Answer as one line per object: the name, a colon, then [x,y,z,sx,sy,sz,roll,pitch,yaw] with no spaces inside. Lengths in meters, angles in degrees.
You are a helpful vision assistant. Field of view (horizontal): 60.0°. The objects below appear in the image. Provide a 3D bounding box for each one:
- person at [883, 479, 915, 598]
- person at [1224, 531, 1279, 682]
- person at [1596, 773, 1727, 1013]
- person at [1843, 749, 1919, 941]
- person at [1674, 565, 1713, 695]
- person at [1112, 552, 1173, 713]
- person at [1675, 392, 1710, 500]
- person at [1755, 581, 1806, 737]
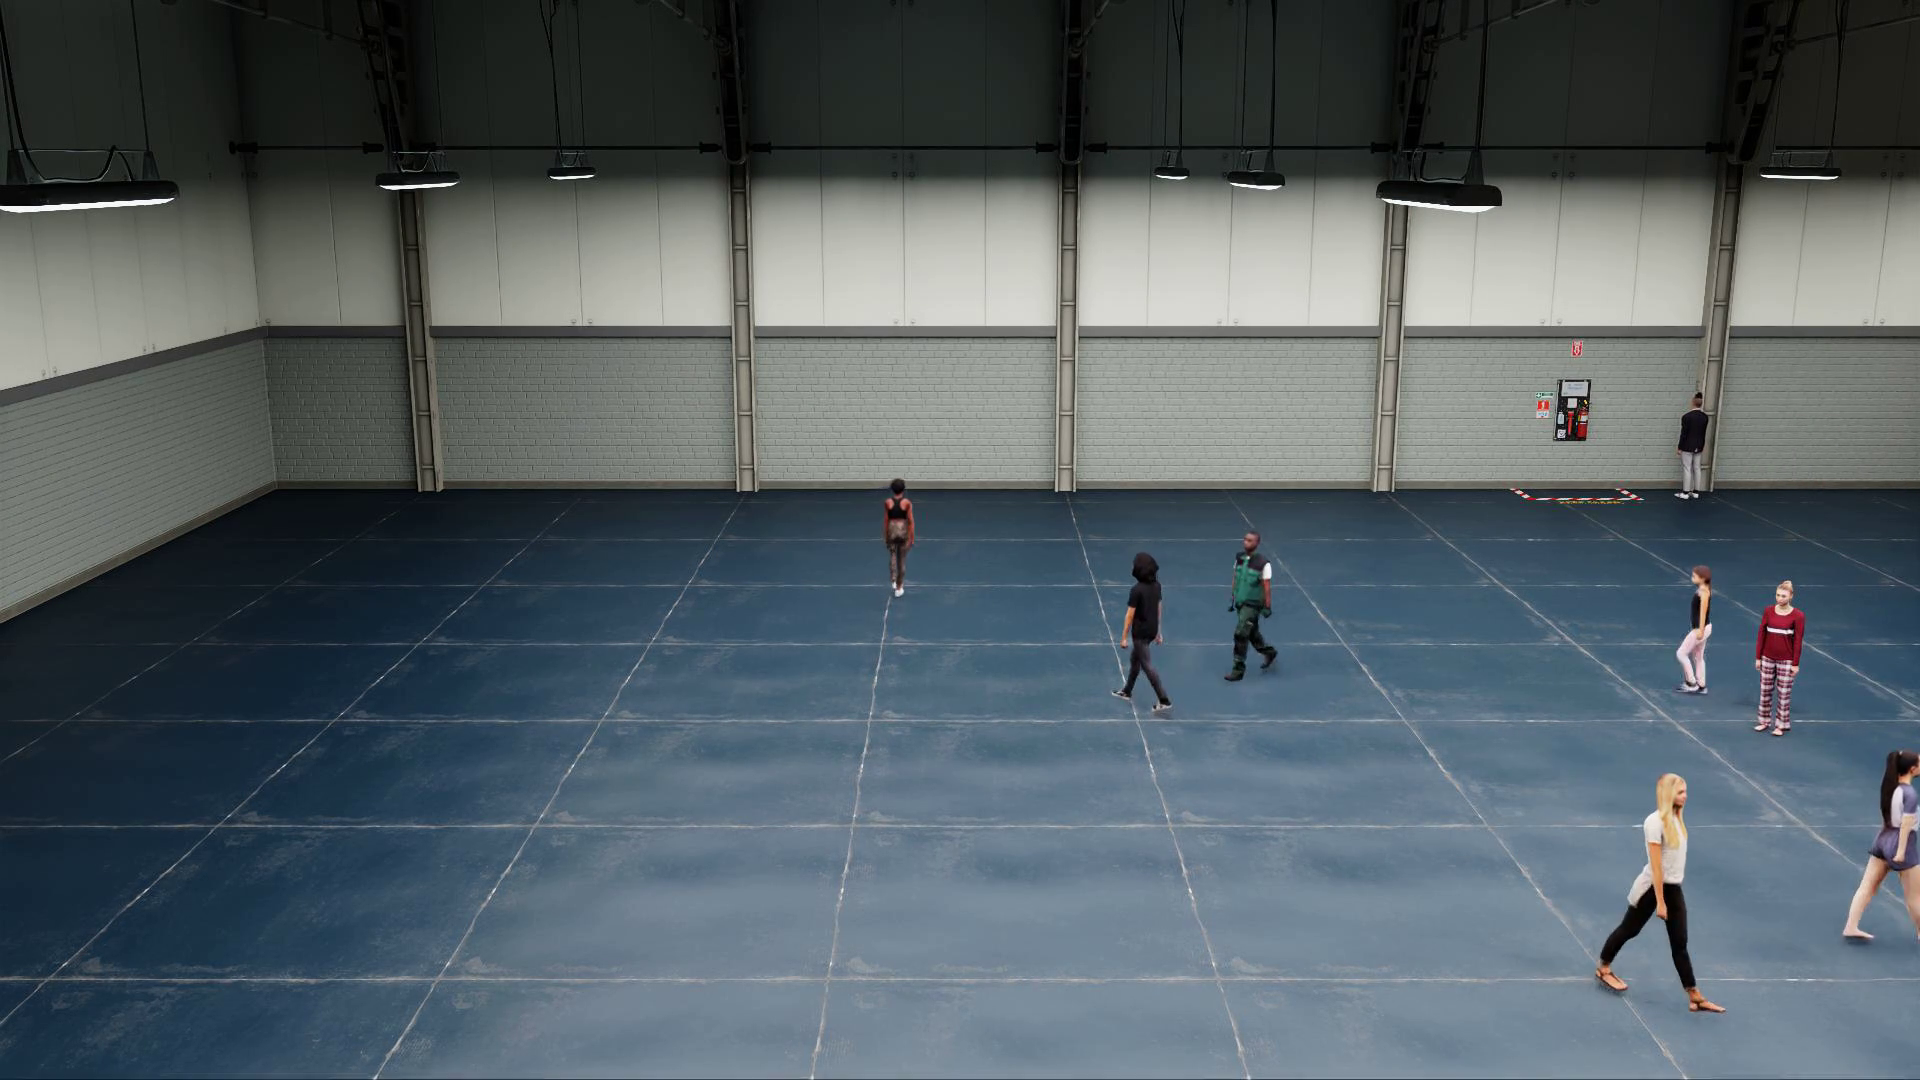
person: [-0.900,-0.019,23.703,0.735,1.683,0.707,2,13,7]
person: [3.538,0.775,19.997,1.264,1.808,1.084,-8,15,-32]
person: [5.039,2.583,12.270,1.149,1.773,1.208,-13,18,-43]
person: [7.316,2.456,13.181,0.990,1.610,0.613,0,13,-2]
person: [8.670,1.063,19.337,0.702,1.547,0.656,7,15,26]
person: [2.134,1.065,18.772,1.129,1.797,1.192,-12,18,-43]
person: [13.463,-1.743,30.538,0.639,1.959,0.825,-4,14,-15]
person: [8.902,1.279,18.062,0.670,1.700,0.738,12,18,42]
